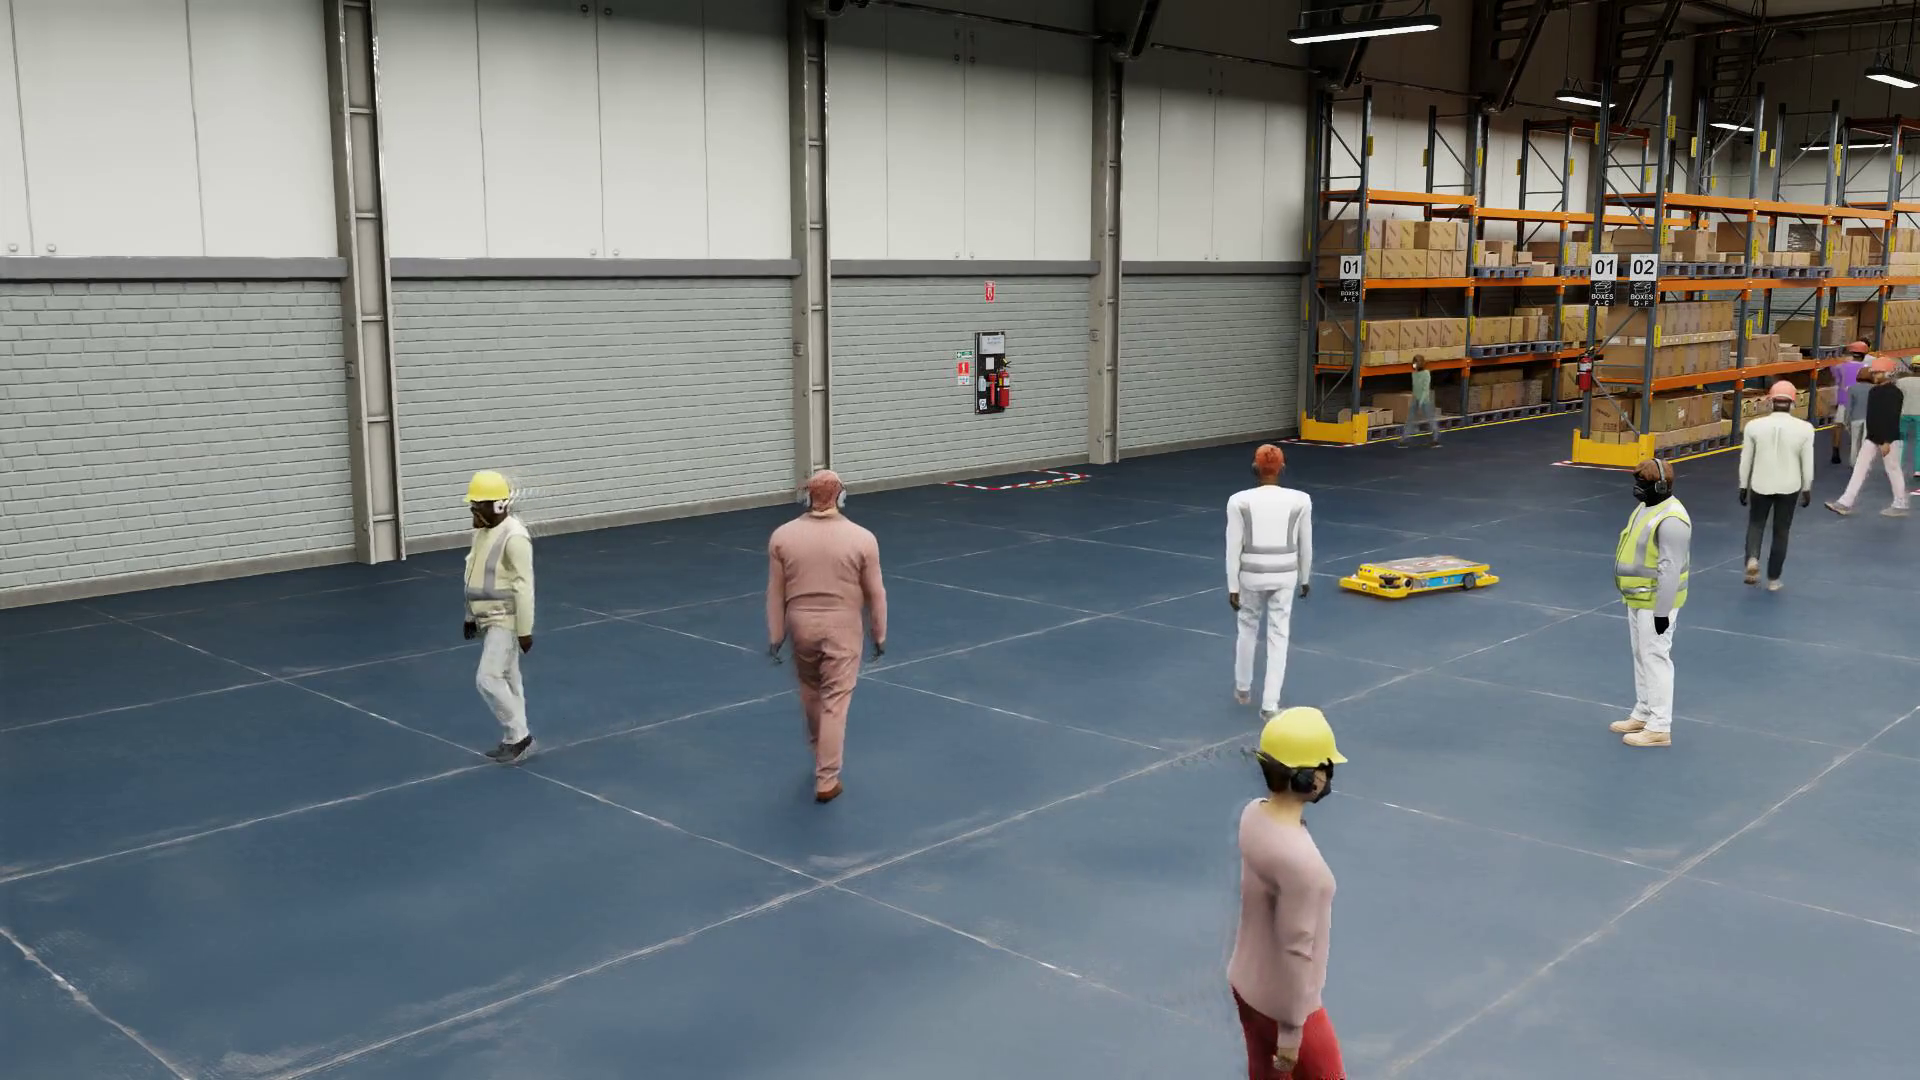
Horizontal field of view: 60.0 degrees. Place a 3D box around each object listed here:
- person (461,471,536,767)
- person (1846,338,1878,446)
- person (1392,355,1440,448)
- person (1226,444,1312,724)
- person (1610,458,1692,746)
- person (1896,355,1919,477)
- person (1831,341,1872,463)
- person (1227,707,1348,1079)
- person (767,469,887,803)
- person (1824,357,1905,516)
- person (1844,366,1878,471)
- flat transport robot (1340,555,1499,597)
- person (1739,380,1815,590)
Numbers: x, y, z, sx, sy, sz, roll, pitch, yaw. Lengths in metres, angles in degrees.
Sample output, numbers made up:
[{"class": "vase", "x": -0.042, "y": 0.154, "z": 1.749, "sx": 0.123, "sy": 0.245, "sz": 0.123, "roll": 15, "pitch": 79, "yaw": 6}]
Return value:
[{"class": "person", "x": -2.817, "y": 0.480, "z": 10.123, "sx": 0.437, "sy": 1.818, "sz": 0.610, "roll": -6, "pitch": 11, "yaw": -34}, {"class": "person", "x": 15.400, "y": -2.522, "z": 28.388, "sx": 0.507, "sy": 1.823, "sz": 0.961, "roll": 8, "pitch": 12, "yaw": 41}, {"class": "person", "x": 7.734, "y": -2.321, "z": 27.924, "sx": 0.900, "sy": 1.584, "sz": 0.501, "roll": -4, "pitch": 10, "yaw": -25}, {"class": "person", "x": 2.085, "y": 0.269, "z": 11.302, "sx": 0.584, "sy": 1.845, "sz": 0.903, "roll": 1, "pitch": 9, "yaw": 7}, {"class": "person", "x": 4.402, "y": 0.392, "z": 10.617, "sx": 0.430, "sy": 1.838, "sz": 0.632, "roll": 1, "pitch": 9, "yaw": 8}, {"class": "person", "x": 13.843, "y": -1.797, "z": 24.142, "sx": 0.525, "sy": 1.769, "sz": 0.316, "roll": 7, "pitch": 12, "yaw": 37}, {"class": "person", "x": 13.838, "y": -2.133, "z": 25.833, "sx": 0.548, "sy": 1.899, "sz": 0.952, "roll": 7, "pitch": 12, "yaw": 38}, {"class": "person", "x": 0.967, "y": 1.354, "z": 4.981, "sx": 0.397, "sy": 1.754, "sz": 0.527, "roll": -2, "pitch": 10, "yaw": -12}, {"class": "person", "x": -0.733, "y": 0.518, "z": 9.692, "sx": 0.674, "sy": 1.868, "sz": 0.910, "roll": 2, "pitch": 10, "yaw": 12}, {"class": "person", "x": 11.115, "y": -1.239, "z": 20.199, "sx": 1.008, "sy": 1.937, "sz": 0.642, "roll": -1, "pitch": 9, "yaw": -7}, {"class": "person", "x": 13.247, "y": -1.755, "z": 24.405, "sx": 0.483, "sy": 1.590, "sz": 0.814, "roll": 6, "pitch": 11, "yaw": 32}, {"class": "flat transport robot", "x": 4.350, "y": 0.331, "z": 15.719, "sx": 1.431, "sy": 0.197, "sz": 0.652, "roll": -6, "pitch": 11, "yaw": -30}, {"class": "person", "x": 7.657, "y": -0.502, "z": 15.617, "sx": 0.624, "sy": 1.980, "sz": 0.500, "roll": 6, "pitch": 11, "yaw": 32}]
